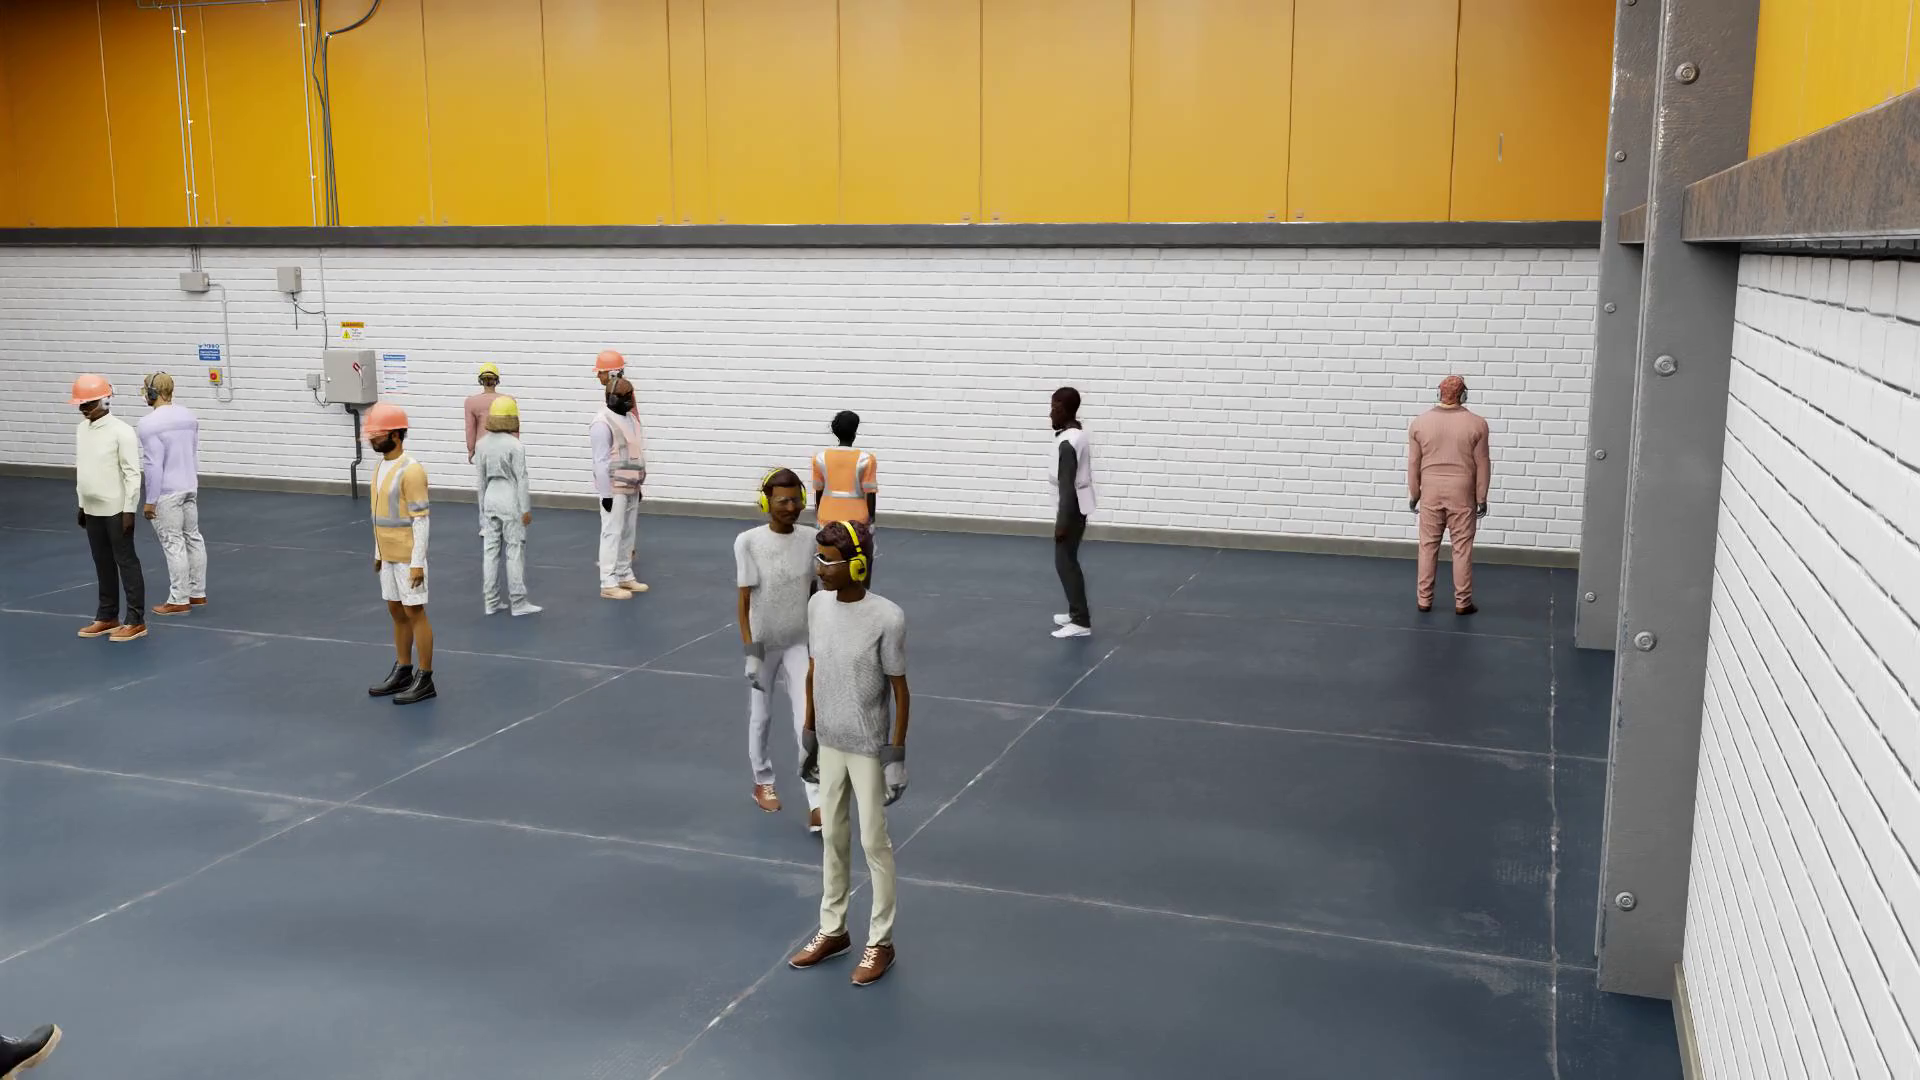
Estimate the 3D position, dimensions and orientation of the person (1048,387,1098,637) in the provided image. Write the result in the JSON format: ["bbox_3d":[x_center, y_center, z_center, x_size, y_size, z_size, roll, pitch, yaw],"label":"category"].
[{"bbox_3d":[0.842,-0.203,12.412,0.364,1.886,0.675,2,10,9],"label":"person"}]

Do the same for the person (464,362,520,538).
[{"bbox_3d":[-4.676,-0.897,16.667,0.522,1.761,0.321,-2,10,-13],"label":"person"}]

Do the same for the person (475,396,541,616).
[{"bbox_3d":[-3.597,-0.272,13.197,0.492,1.741,0.325,5,11,25],"label":"person"}]

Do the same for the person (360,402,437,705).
[{"bbox_3d":[-3.600,0.083,10.641,0.371,1.939,0.543,-10,14,-44],"label":"person"}]

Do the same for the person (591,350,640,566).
[{"bbox_3d":[-3.114,-0.737,15.134,0.421,1.984,0.650,0,10,-2],"label":"person"}]

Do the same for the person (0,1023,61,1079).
[{"bbox_3d":[-3.434,1.026,5.385,0.664,1.904,0.970,8,13,39],"label":"person"}]

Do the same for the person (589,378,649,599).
[{"bbox_3d":[-2.819,-0.431,13.848,0.430,1.834,0.633,3,10,15],"label":"person"}]

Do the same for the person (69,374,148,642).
[{"bbox_3d":[-6.329,-0.238,12.315,0.610,1.986,0.393,5,11,26],"label":"person"}]

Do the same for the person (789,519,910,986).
[{"bbox_3d":[-0.432,0.836,6.615,0.521,1.864,0.334,7,12,35],"label":"person"}]

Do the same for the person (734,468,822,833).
[{"bbox_3d":[-0.869,0.554,8.318,0.506,1.820,0.976,-4,11,-24],"label":"person"}]

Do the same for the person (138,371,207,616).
[{"bbox_3d":[-6.245,-0.364,13.160,0.379,1.940,0.629,2,10,9],"label":"person"}]

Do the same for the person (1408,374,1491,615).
[{"bbox_3d":[3.884,-0.358,13.212,0.636,1.911,0.405,5,11,27],"label":"person"}]

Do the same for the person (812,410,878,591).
[{"bbox_3d":[-0.863,-0.141,12.612,0.538,1.682,0.432,2,10,10],"label":"person"}]
